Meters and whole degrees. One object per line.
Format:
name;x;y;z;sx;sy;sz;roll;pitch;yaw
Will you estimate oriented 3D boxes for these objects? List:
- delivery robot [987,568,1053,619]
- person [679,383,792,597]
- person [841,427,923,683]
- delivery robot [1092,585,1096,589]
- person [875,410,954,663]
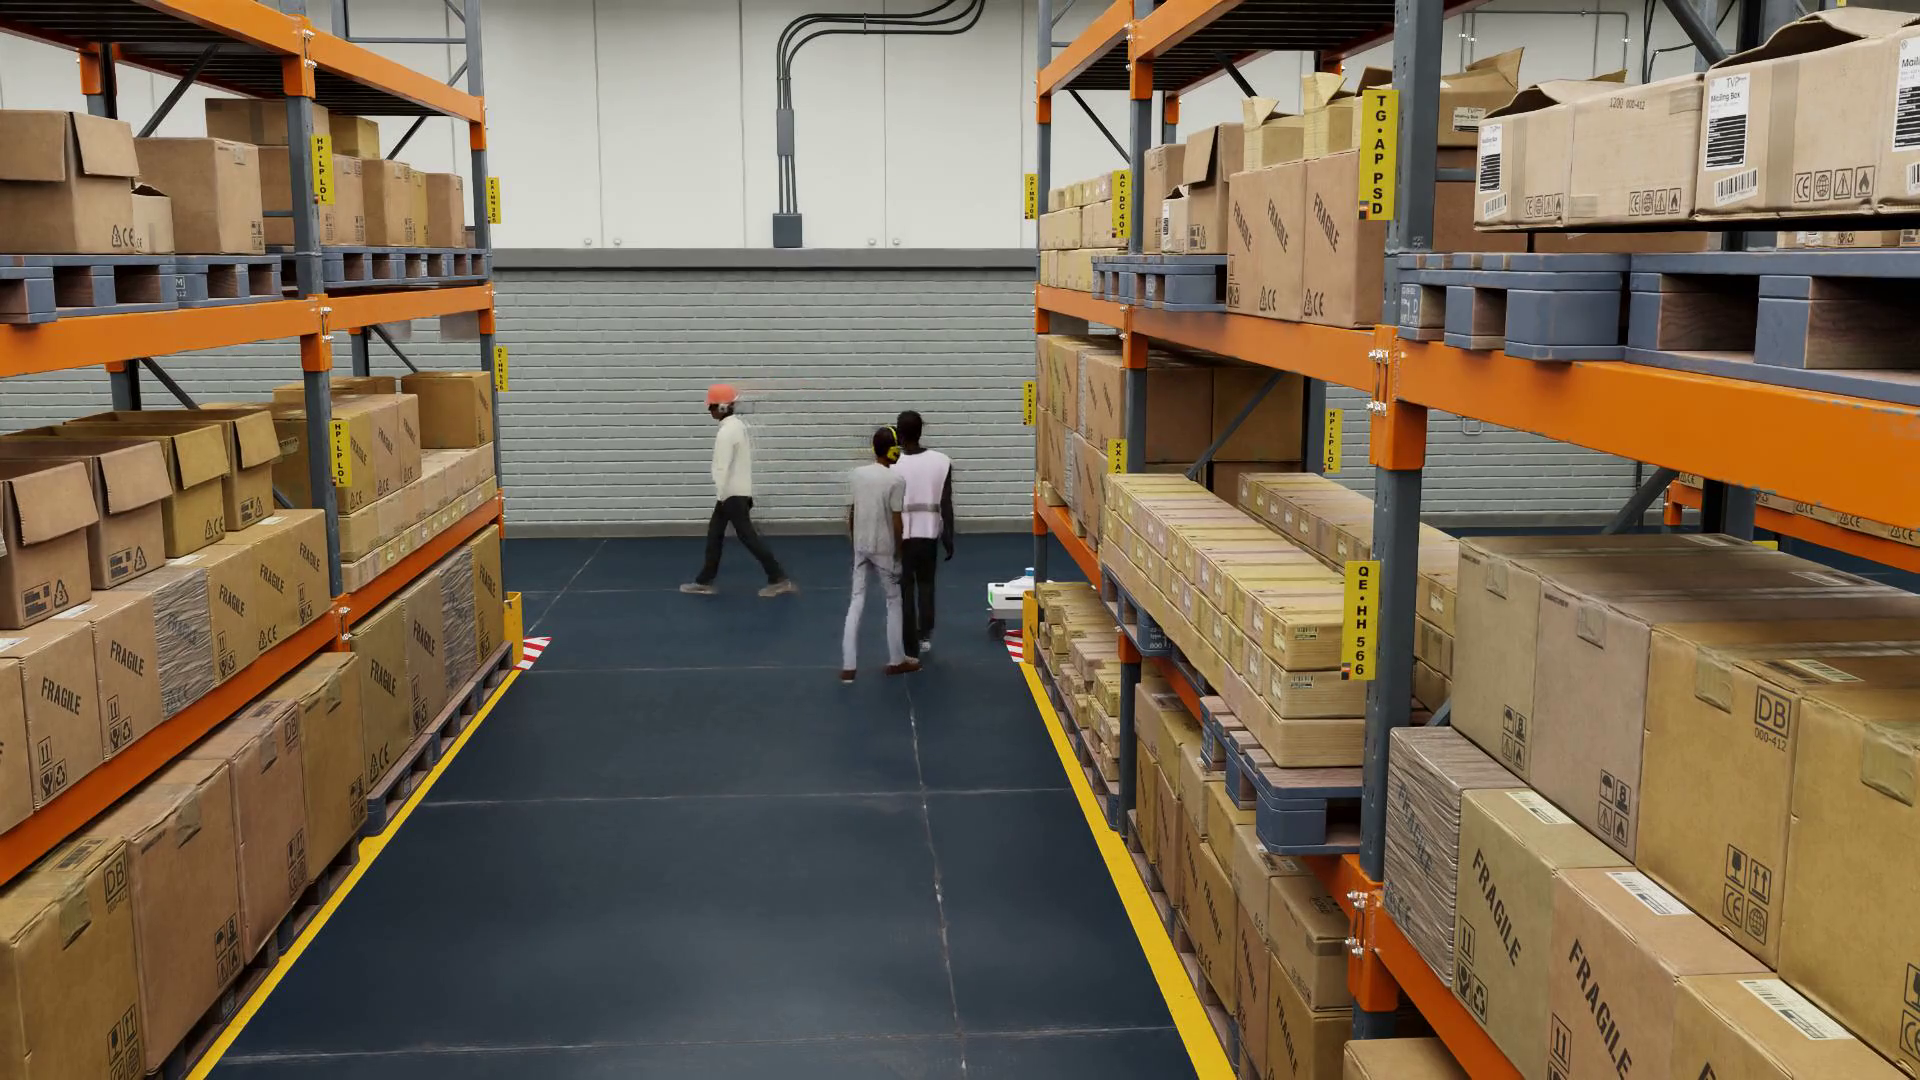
delivery robot;0.571;0.465;13.300;0.707;0.478;0.477;0;10;0
person;-1.992;-0.437;14.846;1.030;1.942;0.626;0;10;2
person;-0.609;0.108;11.988;0.513;1.830;0.660;6;11;30
delivery robot;1.160;0.503;13.073;0.477;0.478;0.707;9;13;41
person;-0.380;-0.030;12.518;0.612;1.900;0.605;-3;10;-15
